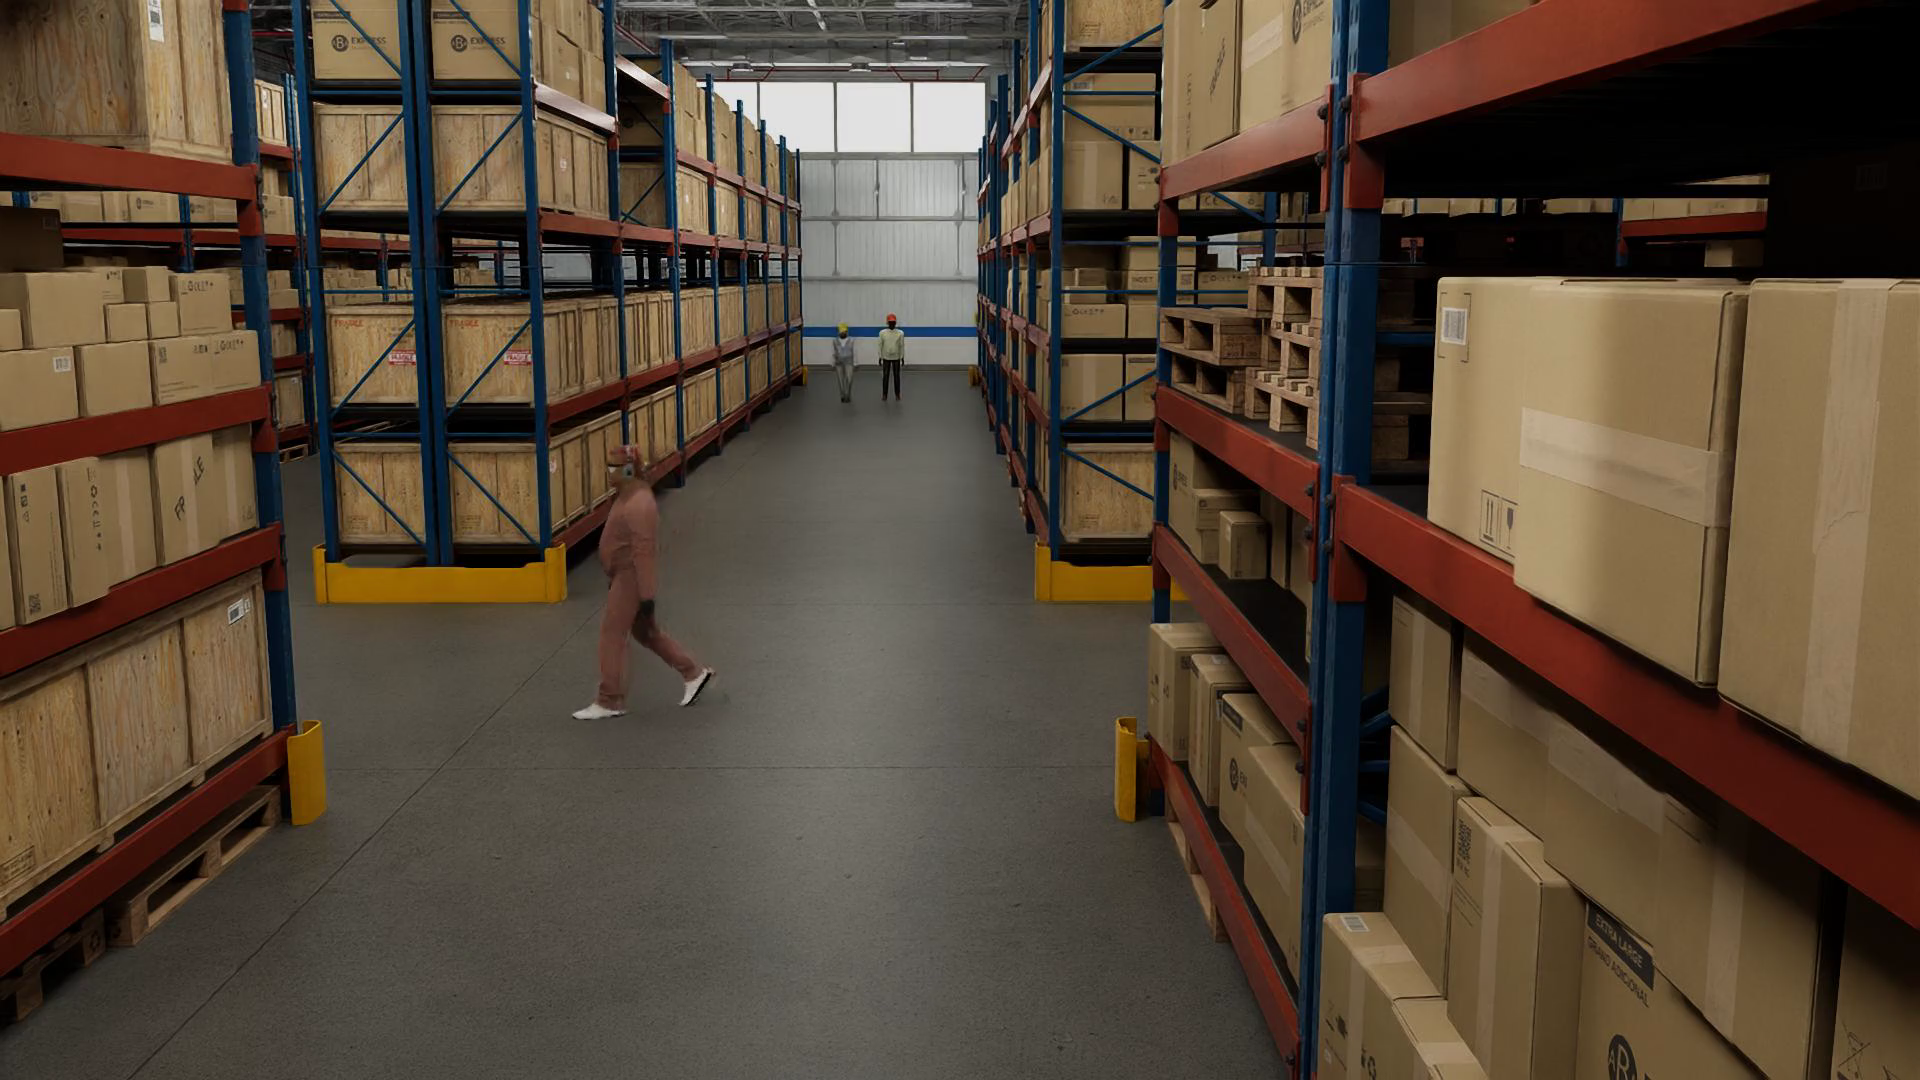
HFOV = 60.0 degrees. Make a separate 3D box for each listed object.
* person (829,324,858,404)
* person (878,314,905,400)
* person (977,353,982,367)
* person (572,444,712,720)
[{"bbox_3d":[-2.635,-3.966,37.469,0.624,1.795,0.887,0,9,2],"label":"person"},{"bbox_3d":[-1.585,-4.222,38.438,0.622,1.995,0.374,0,9,-2],"label":"person"},{"bbox_3d":[0.660,-4.953,44.088,0.529,1.619,0.529,-2,9,-12],"label":"person"},{"bbox_3d":[-2.170,0.269,11.295,0.888,1.873,0.641,-2,9,-11],"label":"person"}]
